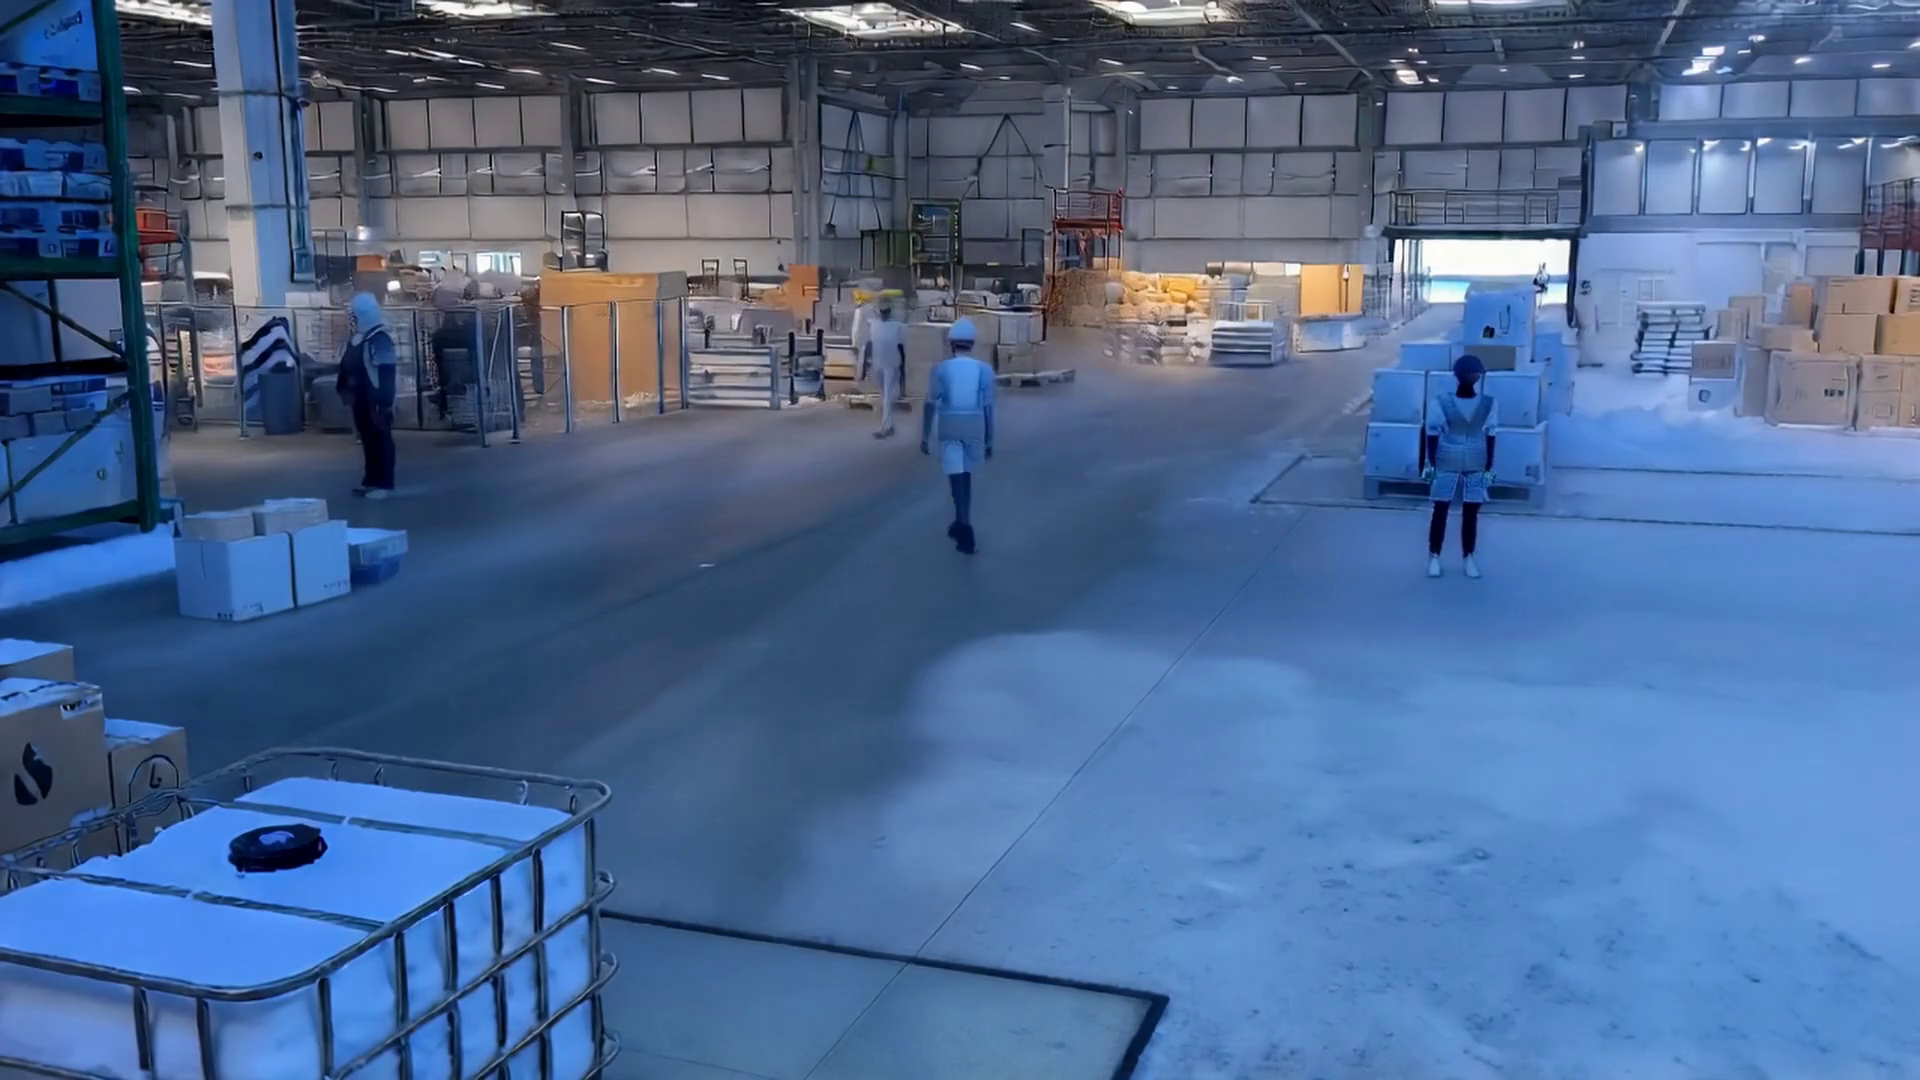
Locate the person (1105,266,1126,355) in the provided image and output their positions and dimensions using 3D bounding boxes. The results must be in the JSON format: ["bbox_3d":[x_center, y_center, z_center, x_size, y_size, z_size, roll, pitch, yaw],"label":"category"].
[{"bbox_3d":[3.605,-5.220,37.908,0.616,2.008,0.802,9,13,41],"label":"person"}]

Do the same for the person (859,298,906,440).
[{"bbox_3d":[-1.017,-2.203,21.484,0.518,1.818,0.988,4,11,23],"label":"person"}]

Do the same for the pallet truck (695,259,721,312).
[{"bbox_3d":[-9.165,-9.627,62.776,0.823,1.965,1.885,4,11,23],"label":"pallet truck"}]

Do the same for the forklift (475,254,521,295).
[{"bbox_3d":[-17.990,-10.121,64.684,1.157,1.987,2.680,3,11,17],"label":"forklift"}]

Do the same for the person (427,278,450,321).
[{"bbox_3d":[-12.182,-5.255,38.937,0.898,1.719,0.538,4,11,21],"label":"person"}]

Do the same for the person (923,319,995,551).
[{"bbox_3d":[0.016,-0.874,13.792,0.559,1.900,0.976,-3,11,-16],"label":"person"}]

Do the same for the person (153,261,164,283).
[{"bbox_3d":[-33.898,-10.896,70.399,0.401,1.834,0.582,0,10,0],"label":"person"}]

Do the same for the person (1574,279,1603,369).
[{"bbox_3d":[12.724,-4.359,33.610,0.742,1.824,0.360,-3,11,-17],"label":"person"}]

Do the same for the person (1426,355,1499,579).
[{"bbox_3d":[3.757,-0.543,12.476,0.533,1.692,0.319,1,10,4],"label":"person"}]

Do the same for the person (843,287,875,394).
[{"bbox_3d":[-1.574,-3.310,27.751,0.812,1.808,0.599,4,11,21],"label":"person"}]

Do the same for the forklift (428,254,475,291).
[{"bbox_3d":[-20.133,-10.254,65.465,1.157,1.987,2.680,3,11,19],"label":"forklift"}]

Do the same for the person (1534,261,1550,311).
[{"bbox_3d":[22.058,-9.619,63.038,0.573,1.887,0.355,3,11,19],"label":"person"}]

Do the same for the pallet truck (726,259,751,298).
[{"bbox_3d":[-7.986,-9.493,62.019,0.823,1.965,1.885,3,11,17],"label":"pallet truck"}]

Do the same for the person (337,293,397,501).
[{"bbox_3d":[-5.832,-1.405,16.349,0.538,2.000,0.684,-8,13,-40],"label":"person"}]
